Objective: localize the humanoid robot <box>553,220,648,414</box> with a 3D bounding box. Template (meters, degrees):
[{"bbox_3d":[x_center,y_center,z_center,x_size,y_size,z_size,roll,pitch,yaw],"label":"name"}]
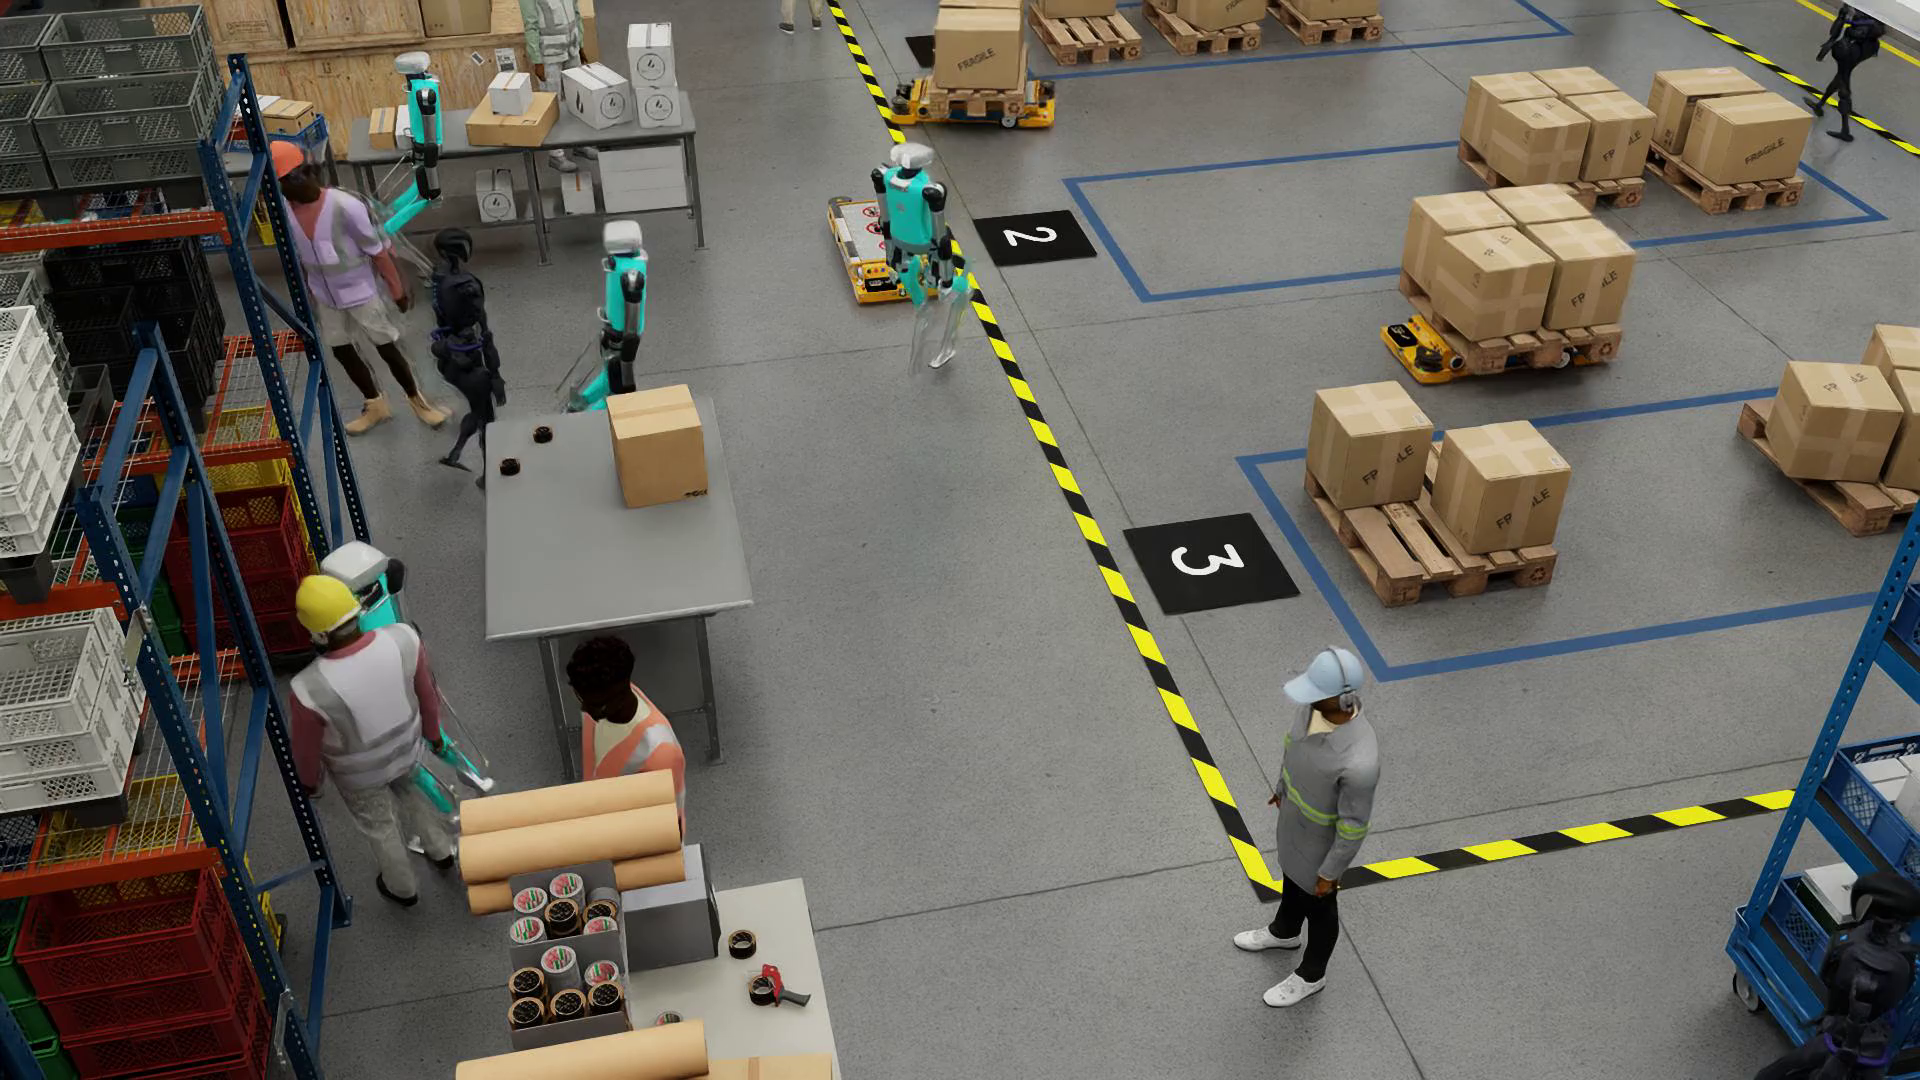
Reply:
[{"bbox_3d":[-2.149,-0.961,9.643,0.812,1.797,0.531,-11,38,-14],"label":"humanoid robot"}]

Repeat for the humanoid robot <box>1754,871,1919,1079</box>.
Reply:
[{"bbox_3d":[3.089,1.829,5.921,0.511,1.640,0.613,20,41,24],"label":"humanoid robot"}]

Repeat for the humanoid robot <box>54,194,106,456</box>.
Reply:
[{"bbox_3d":[-5.385,-1.242,10.004,0.974,1.757,0.548,-17,40,-22],"label":"humanoid robot"}]

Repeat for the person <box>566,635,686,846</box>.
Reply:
[{"bbox_3d":[-1.293,1.143,6.611,0.393,1.954,0.602,-25,43,-29],"label":"person"}]

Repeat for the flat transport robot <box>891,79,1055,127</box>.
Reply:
[{"bbox_3d":[0.123,-3.905,14.779,1.431,0.197,0.652,2,37,2],"label":"flat transport robot"}]

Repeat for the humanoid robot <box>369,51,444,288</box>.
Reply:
[{"bbox_3d":[-3.907,-2.562,11.654,0.735,1.677,0.533,-13,39,-17],"label":"humanoid robot"}]

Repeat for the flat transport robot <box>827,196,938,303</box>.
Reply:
[{"bbox_3d":[-0.570,-2.220,12.538,0.659,0.231,1.431,-8,37,-10],"label":"flat transport robot"}]

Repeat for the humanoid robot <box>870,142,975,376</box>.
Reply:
[{"bbox_3d":[-0.154,-1.798,10.781,0.533,1.811,0.819,23,43,28],"label":"humanoid robot"}]

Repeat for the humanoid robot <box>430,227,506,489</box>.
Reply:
[{"bbox_3d":[-2.931,-1.041,9.760,0.605,1.646,0.429,29,46,33],"label":"humanoid robot"}]

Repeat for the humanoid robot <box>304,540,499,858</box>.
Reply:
[{"bbox_3d":[-2.261,0.858,7.251,0.788,1.873,0.530,13,39,17],"label":"humanoid robot"}]

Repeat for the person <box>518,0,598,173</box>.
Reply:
[{"bbox_3d":[-3.254,-3.964,13.487,0.408,1.939,0.602,20,41,25],"label":"person"}]

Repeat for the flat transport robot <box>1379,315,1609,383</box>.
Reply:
[{"bbox_3d":[3.688,-1.396,11.407,1.431,0.197,0.652,-8,37,-10],"label":"flat transport robot"}]

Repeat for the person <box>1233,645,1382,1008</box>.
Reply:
[{"bbox_3d":[1.400,1.144,6.691,0.386,1.851,0.588,-8,37,-11],"label":"person"}]

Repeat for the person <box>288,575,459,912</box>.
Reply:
[{"bbox_3d":[-2.504,0.892,7.063,0.433,1.811,0.603,25,43,30],"label":"person"}]

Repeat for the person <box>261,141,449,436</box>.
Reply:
[{"bbox_3d":[-3.690,-1.499,10.130,0.781,1.989,0.486,6,37,8],"label":"person"}]

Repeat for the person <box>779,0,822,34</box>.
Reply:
[{"bbox_3d":[-1.595,-5.807,16.106,0.561,1.763,0.402,-12,38,-16],"label":"person"}]

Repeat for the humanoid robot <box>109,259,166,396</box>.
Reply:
[{"bbox_3d":[-4.627,-0.853,9.527,0.432,1.646,0.633,-30,46,-34],"label":"humanoid robot"}]

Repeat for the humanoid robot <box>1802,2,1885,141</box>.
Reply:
[{"bbox_3d":[7.592,-4.298,14.174,0.612,1.630,0.747,-14,39,-18],"label":"humanoid robot"}]
